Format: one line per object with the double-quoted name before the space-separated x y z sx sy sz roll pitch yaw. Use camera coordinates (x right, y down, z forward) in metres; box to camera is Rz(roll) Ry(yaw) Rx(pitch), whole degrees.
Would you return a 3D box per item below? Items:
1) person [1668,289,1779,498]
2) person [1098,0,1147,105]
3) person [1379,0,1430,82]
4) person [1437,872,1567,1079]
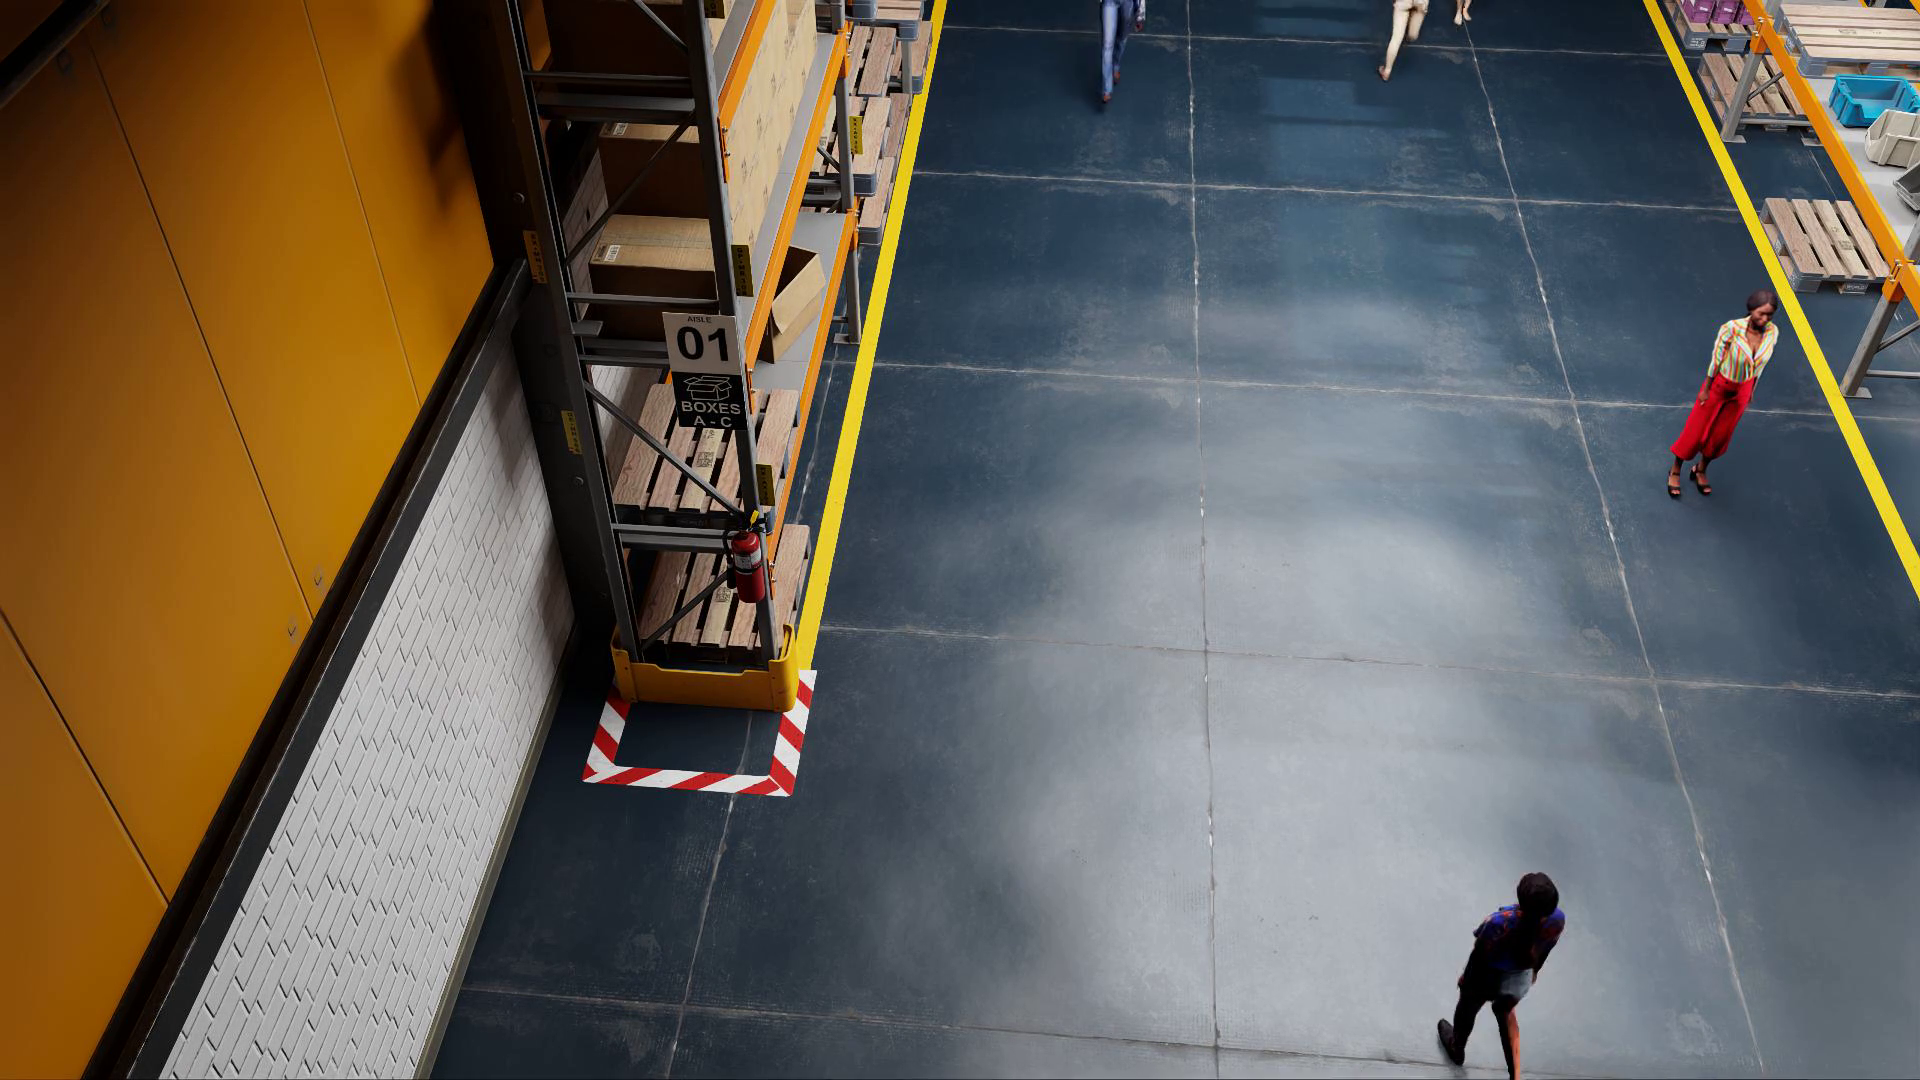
"person" 5.526 -1.055 12.011 0.627 1.793 0.574 -3 44 -3
"person" 1.585 -5.292 16.493 0.662 1.748 1.168 1 44 1
"person" 4.529 -5.516 16.805 0.567 1.641 0.836 2 44 2
"person" 2.803 2.317 8.520 0.733 1.727 0.964 -7 44 -7
